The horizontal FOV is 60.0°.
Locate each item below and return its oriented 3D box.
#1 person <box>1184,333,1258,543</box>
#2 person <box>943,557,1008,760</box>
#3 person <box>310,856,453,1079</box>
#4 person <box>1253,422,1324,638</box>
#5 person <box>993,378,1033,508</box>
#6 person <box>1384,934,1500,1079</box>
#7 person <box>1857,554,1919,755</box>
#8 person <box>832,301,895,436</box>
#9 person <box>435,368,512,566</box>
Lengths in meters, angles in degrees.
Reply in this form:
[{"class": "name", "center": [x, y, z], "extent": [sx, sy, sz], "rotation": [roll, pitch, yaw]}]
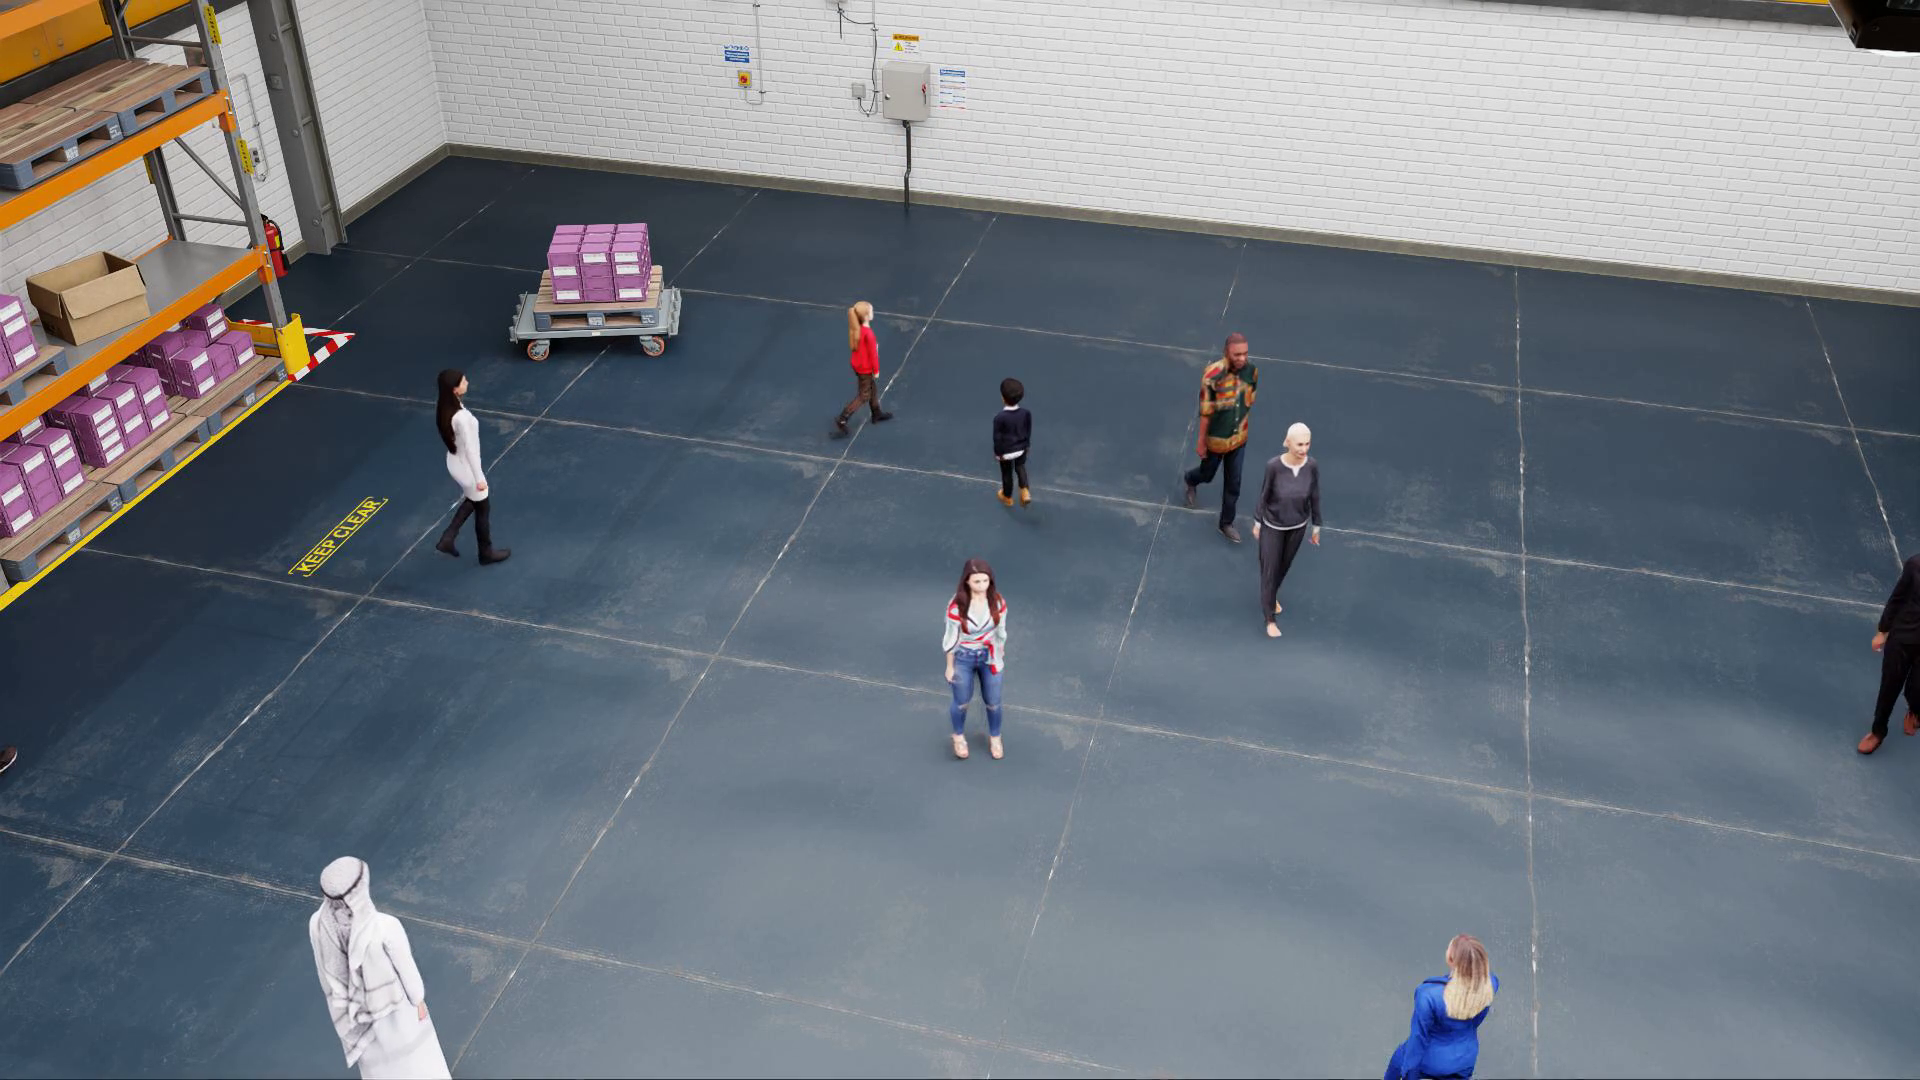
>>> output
[{"class": "person", "center": [2.127, -0.911, 13.721], "extent": [1.079, 1.781, 1.211], "rotation": [-13, 36, -18]}, {"class": "person", "center": [0.094, 0.797, 11.311], "extent": [0.667, 1.605, 0.655], "rotation": [-6, 34, -9]}, {"class": "person", "center": [-3.008, 2.397, 8.616], "extent": [0.731, 1.924, 0.686], "rotation": [3, 34, 5]}, {"class": "person", "center": [2.454, -0.172, 12.676], "extent": [0.868, 1.708, 1.014], "rotation": [-5, 34, -8]}, {"class": "person", "center": [0.471, -0.790, 14.047], "extent": [0.679, 1.219, 0.748], "rotation": [-13, 36, -19]}, {"class": "person", "center": [2.468, 2.695, 8.384], "extent": [0.857, 1.684, 0.937], "rotation": [-10, 35, -14]}, {"class": "person", "center": [6.568, 0.648, 11.299], "extent": [1.014, 1.867, 0.939], "rotation": [-25, 41, -32]}, {"class": "person", "center": [-0.921, -1.559, 15.163], "extent": [0.906, 1.266, 0.858], "rotation": [-17, 37, -23]}, {"class": "person", "center": [-3.985, -0.533, 13.141], "extent": [0.942, 1.794, 0.869], "rotation": [-21, 39, -28]}]
